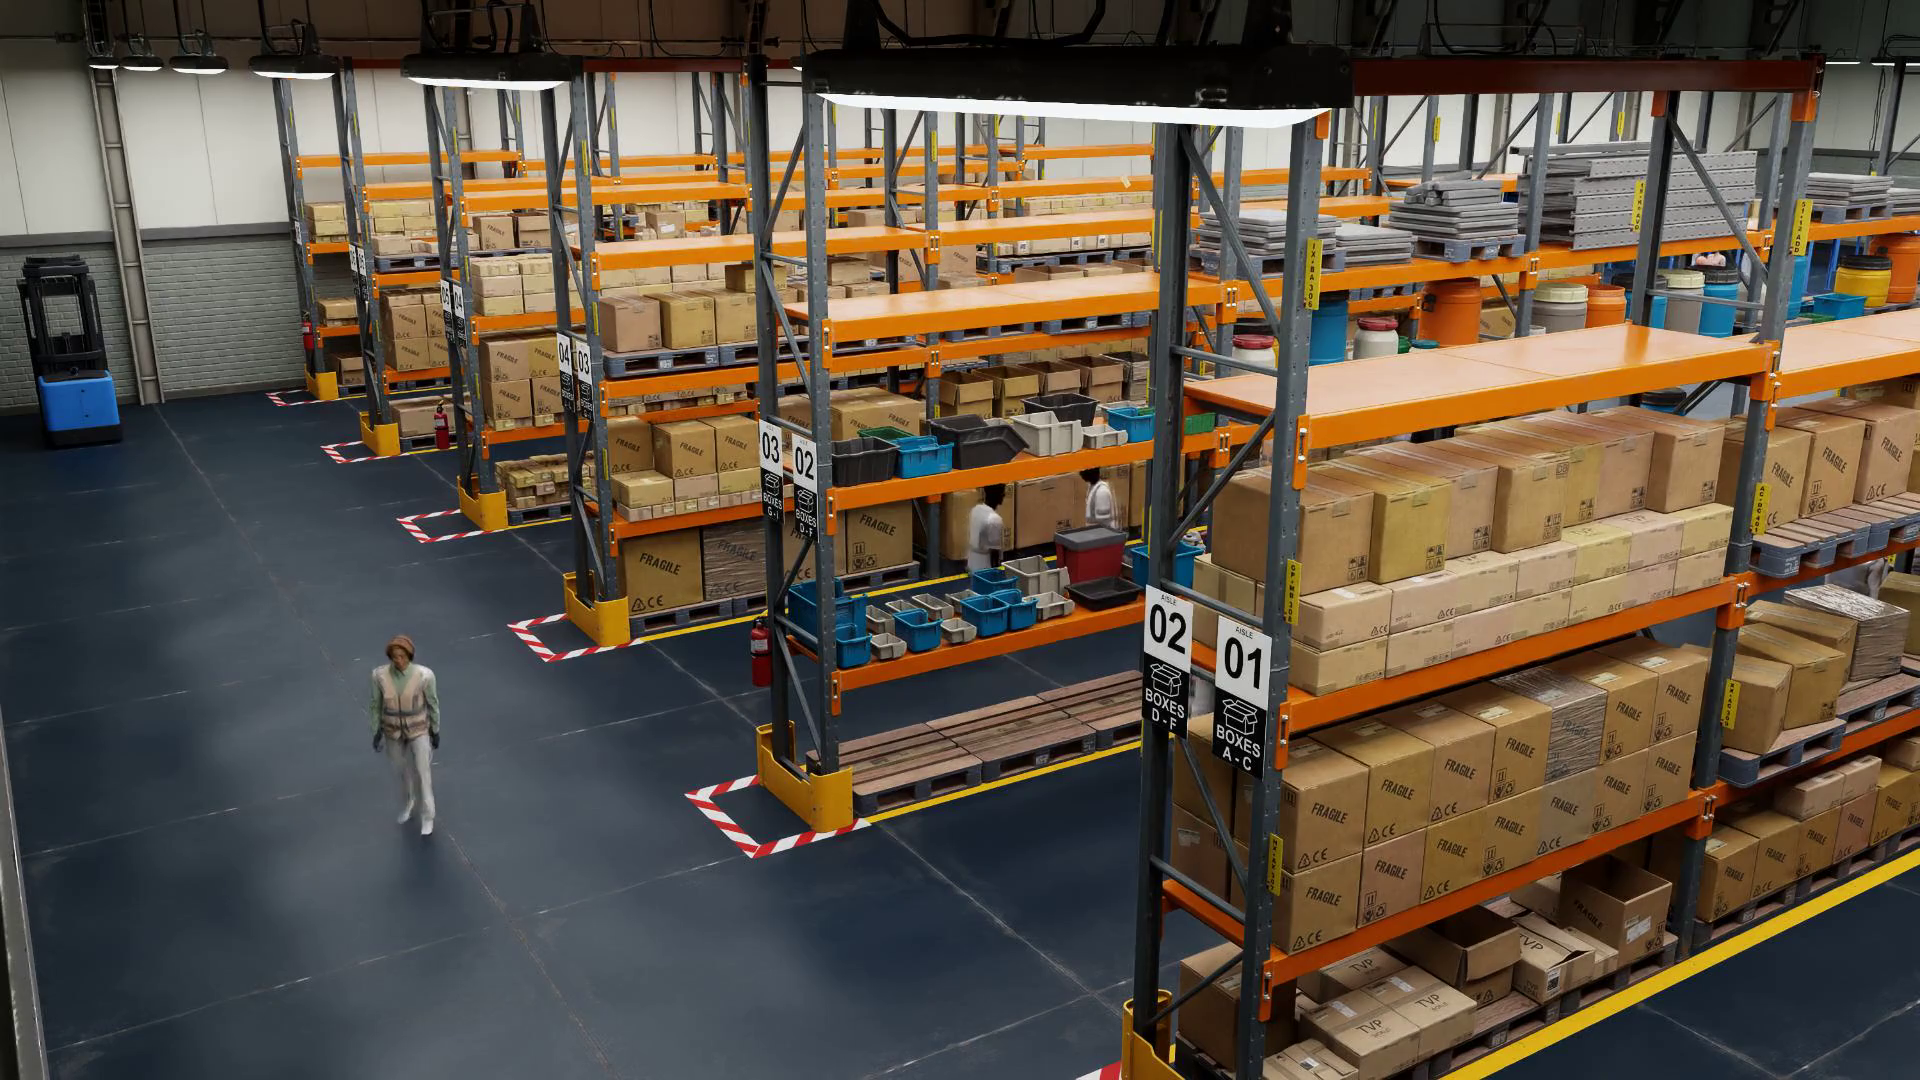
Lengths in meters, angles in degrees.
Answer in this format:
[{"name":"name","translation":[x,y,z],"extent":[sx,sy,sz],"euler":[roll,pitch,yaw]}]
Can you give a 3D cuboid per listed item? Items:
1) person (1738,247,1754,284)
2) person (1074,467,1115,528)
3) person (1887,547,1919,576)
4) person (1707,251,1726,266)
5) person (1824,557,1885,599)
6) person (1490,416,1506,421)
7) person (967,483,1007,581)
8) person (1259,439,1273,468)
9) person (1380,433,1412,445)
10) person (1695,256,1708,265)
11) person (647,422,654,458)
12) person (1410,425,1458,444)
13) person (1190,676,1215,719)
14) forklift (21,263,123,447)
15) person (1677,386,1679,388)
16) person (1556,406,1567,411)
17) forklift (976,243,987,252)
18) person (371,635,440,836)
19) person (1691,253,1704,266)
[{"name":"person","translation":[19.106,-6.381,38.138],"extent":[0.598,1.895,0.894],"euler":[-9,19,-26]},{"name":"person","translation":[1.471,-0.024,17.261],"extent":[0.459,1.905,0.584],"euler":[0,17,-2]},{"name":"person","translation":[9.937,0.275,16.404],"extent":[0.404,1.834,0.592],"euler":[-9,19,-26]},{"name":"person","translation":[18.210,-6.334,38.189],"extent":[0.313,1.767,0.534],"euler":[-8,19,-25]},{"name":"person","translation":[8.660,0.617,15.286],"extent":[0.404,1.832,0.600],"euler":[-6,18,-20]},{"name":"person","translation":[6.885,-0.915,20.420],"extent":[0.312,1.769,0.522],"euler":[-11,20,-33]},{"name":"person","translation":[0.210,0.278,16.209],"extent":[0.607,1.943,0.625],"euler":[-6,18,-18]},{"name":"person","translation":[3.962,-0.823,19.848],"extent":[0.364,1.928,0.586],"euler":[-11,20,-32]},{"name":"person","translation":[5.805,-1.088,20.723],"extent":[0.598,1.914,0.519],"euler":[7,18,21]},{"name":"person","translation":[15.497,-4.952,33.212],"extent":[0.644,2.028,0.421],"euler":[7,18,21]},{"name":"person","translation":[-3.702,-0.503,18.912],"extent":[0.615,1.865,1.024],"euler":[12,21,34]},{"name":"person","translation":[6.054,-0.970,20.230],"extent":[0.608,1.987,0.388],"euler":[-1,17,-4]},{"name":"person","translation":[2.361,1.123,13.654],"extent":[0.848,1.811,0.654],"euler":[-9,19,-27]},{"name":"forklift","translation":[-14.518,-3.079,25.708],"extent":[1.129,2.768,1.873],"euler":[-10,20,-31]},{"name":"person","translation":[11.029,-2.322,24.900],"extent":[0.577,1.858,0.826],"euler":[8,19,24]},{"name":"person","translation":[9.766,-2.709,26.099],"extent":[0.998,1.895,0.640],"euler":[4,17,14]},{"name":"forklift","translation":[0.988,-5.474,34.718],"extent":[1.214,2.155,2.313],"euler":[-10,20,-31]},{"name":"person","translation":[-4.423,1.542,12.629],"extent":[0.519,1.655,0.408],"euler":[-1,17,-3]},{"name":"person","translation":[19.136,-7.260,41.094],"extent":[0.501,1.837,0.774],"euler":[-3,17,-8]}]
